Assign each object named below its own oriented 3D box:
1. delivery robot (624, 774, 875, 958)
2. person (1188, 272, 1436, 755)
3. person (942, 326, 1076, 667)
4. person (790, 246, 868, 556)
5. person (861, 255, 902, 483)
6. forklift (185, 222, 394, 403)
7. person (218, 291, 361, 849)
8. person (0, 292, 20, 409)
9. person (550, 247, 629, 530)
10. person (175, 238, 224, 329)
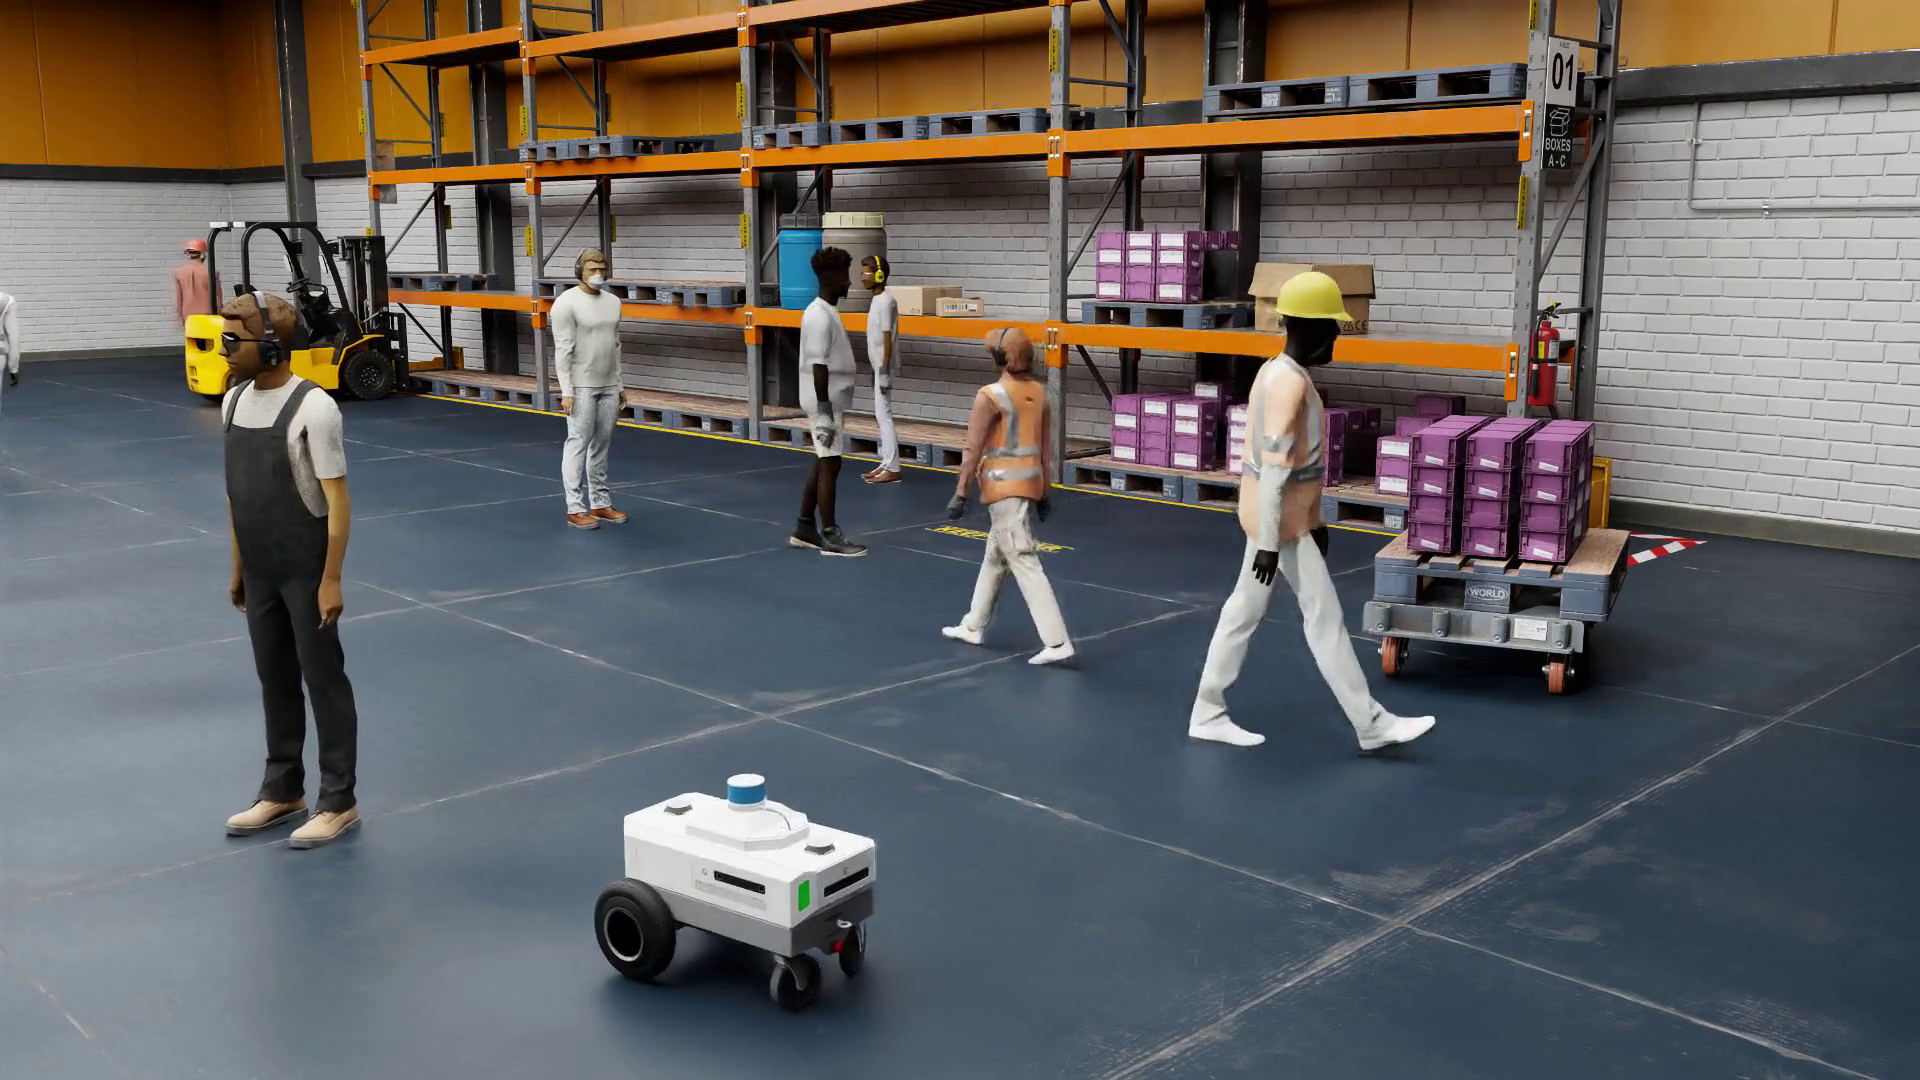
[{"bbox_3d":[-0.576,0.882,4.531,0.707,0.478,0.477,7,13,35],"label":"delivery robot"},{"bbox_3d":[1.355,-0.085,6.438,0.969,1.873,0.615,1,10,7],"label":"person"},{"bbox_3d":[0.239,-0.212,7.915,0.854,1.597,0.522,7,13,34],"label":"person"},{"bbox_3d":[-0.836,-0.877,10.563,0.427,1.971,0.624,0,10,0],"label":"person"},{"bbox_3d":[-0.649,-1.392,13.662,0.321,1.853,0.512,-2,11,-9],"label":"person"},{"bbox_3d":[-8.169,-2.758,20.163,2.313,2.155,1.214,-10,14,-44],"label":"forklift"},{"bbox_3d":[-2.235,0.104,5.521,0.506,1.843,0.349,5,12,27],"label":"person"},{"bbox_3d":[-8.253,-1.464,14.034,0.599,1.850,0.735,-5,11,-24],"label":"person"},{"bbox_3d":[-2.556,-1.053,11.572,0.371,1.936,0.629,6,12,30],"label":"person"},{"bbox_3d":[-9.811,-2.914,21.596,0.652,1.973,0.628,0,10,2],"label":"person"}]
